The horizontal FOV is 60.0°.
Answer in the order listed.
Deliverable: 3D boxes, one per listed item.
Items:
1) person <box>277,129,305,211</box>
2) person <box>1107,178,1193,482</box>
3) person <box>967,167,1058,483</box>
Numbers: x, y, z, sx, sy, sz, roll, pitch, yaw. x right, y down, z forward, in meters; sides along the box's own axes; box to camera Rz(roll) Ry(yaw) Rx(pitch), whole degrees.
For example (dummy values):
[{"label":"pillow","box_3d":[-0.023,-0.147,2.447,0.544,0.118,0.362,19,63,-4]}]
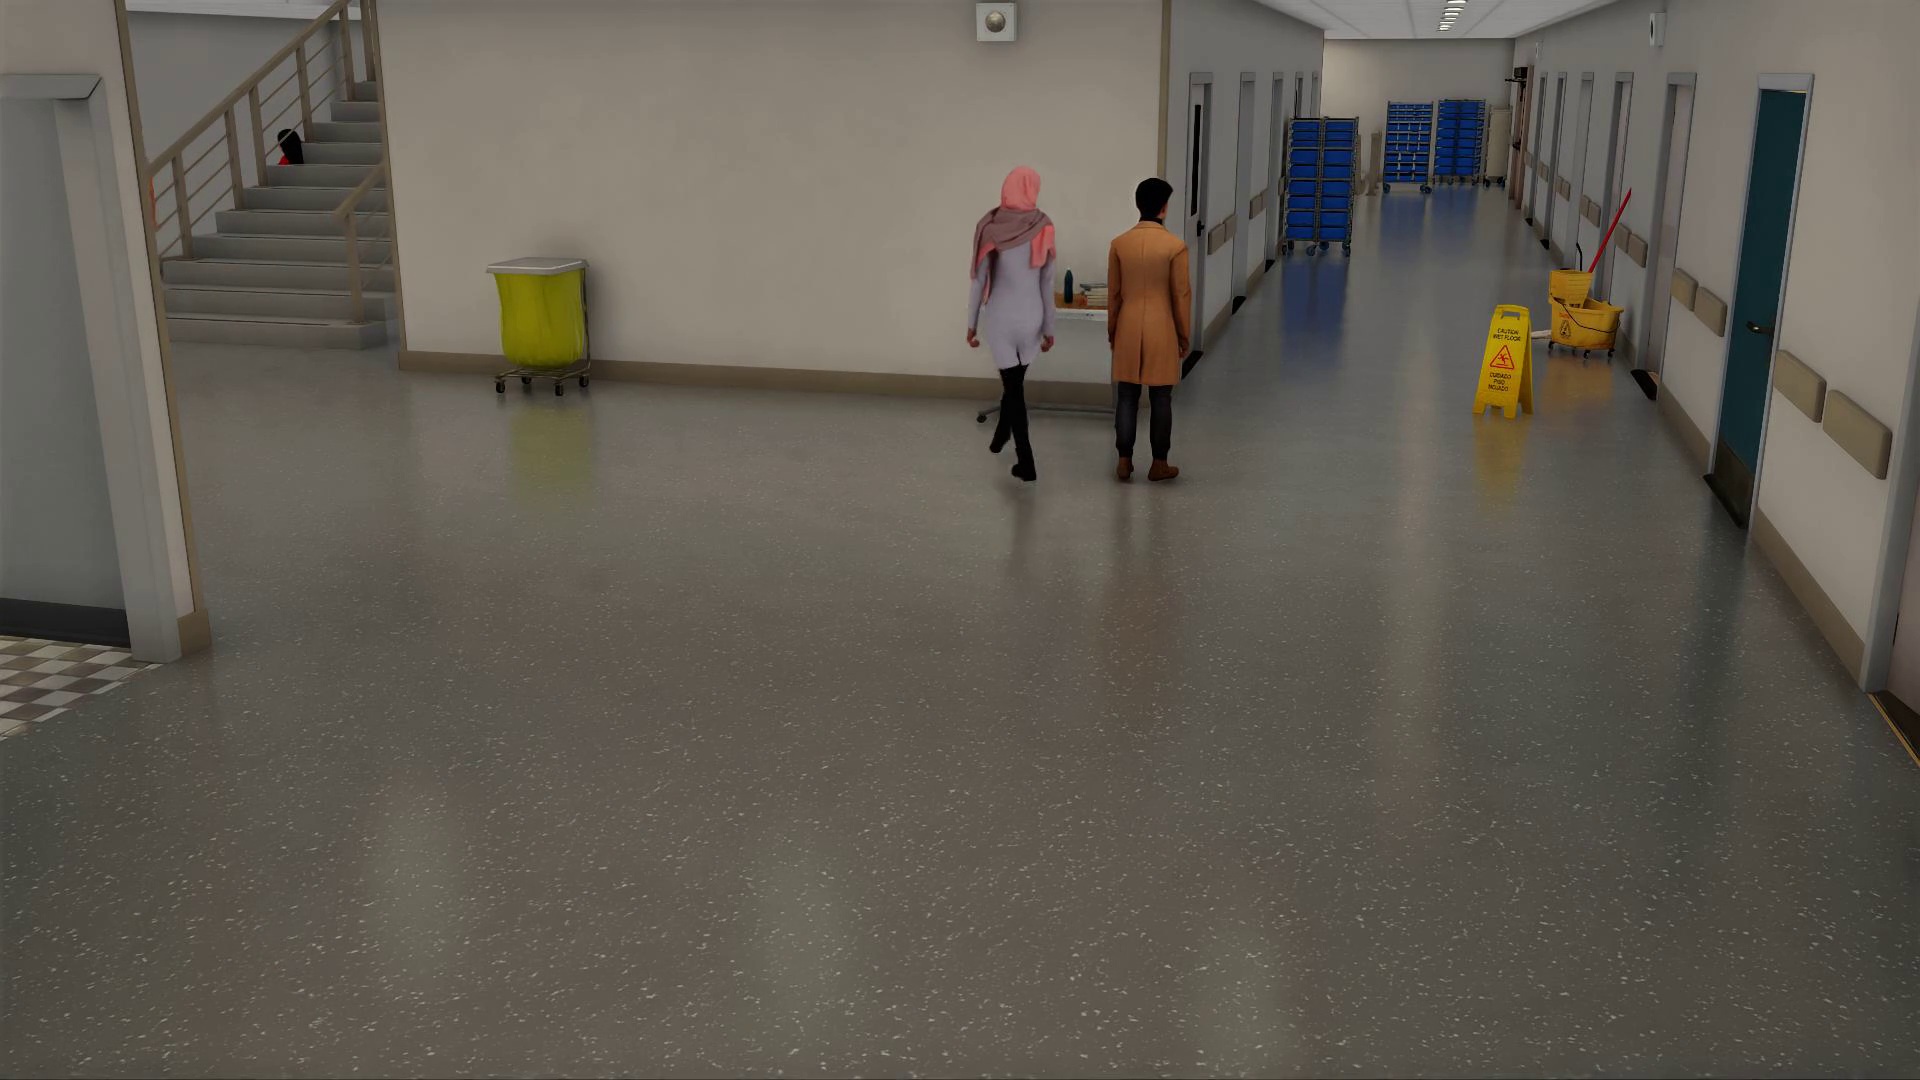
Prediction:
[{"label":"person","box_3d":[-6.896,-3.384,17.312,0.691,1.748,0.563,3,16,9]},{"label":"person","box_3d":[1.070,-1.202,9.536,0.658,1.727,0.637,6,17,20]},{"label":"person","box_3d":[0.329,-1.179,9.506,0.977,1.741,1.262,-3,16,-10]}]
